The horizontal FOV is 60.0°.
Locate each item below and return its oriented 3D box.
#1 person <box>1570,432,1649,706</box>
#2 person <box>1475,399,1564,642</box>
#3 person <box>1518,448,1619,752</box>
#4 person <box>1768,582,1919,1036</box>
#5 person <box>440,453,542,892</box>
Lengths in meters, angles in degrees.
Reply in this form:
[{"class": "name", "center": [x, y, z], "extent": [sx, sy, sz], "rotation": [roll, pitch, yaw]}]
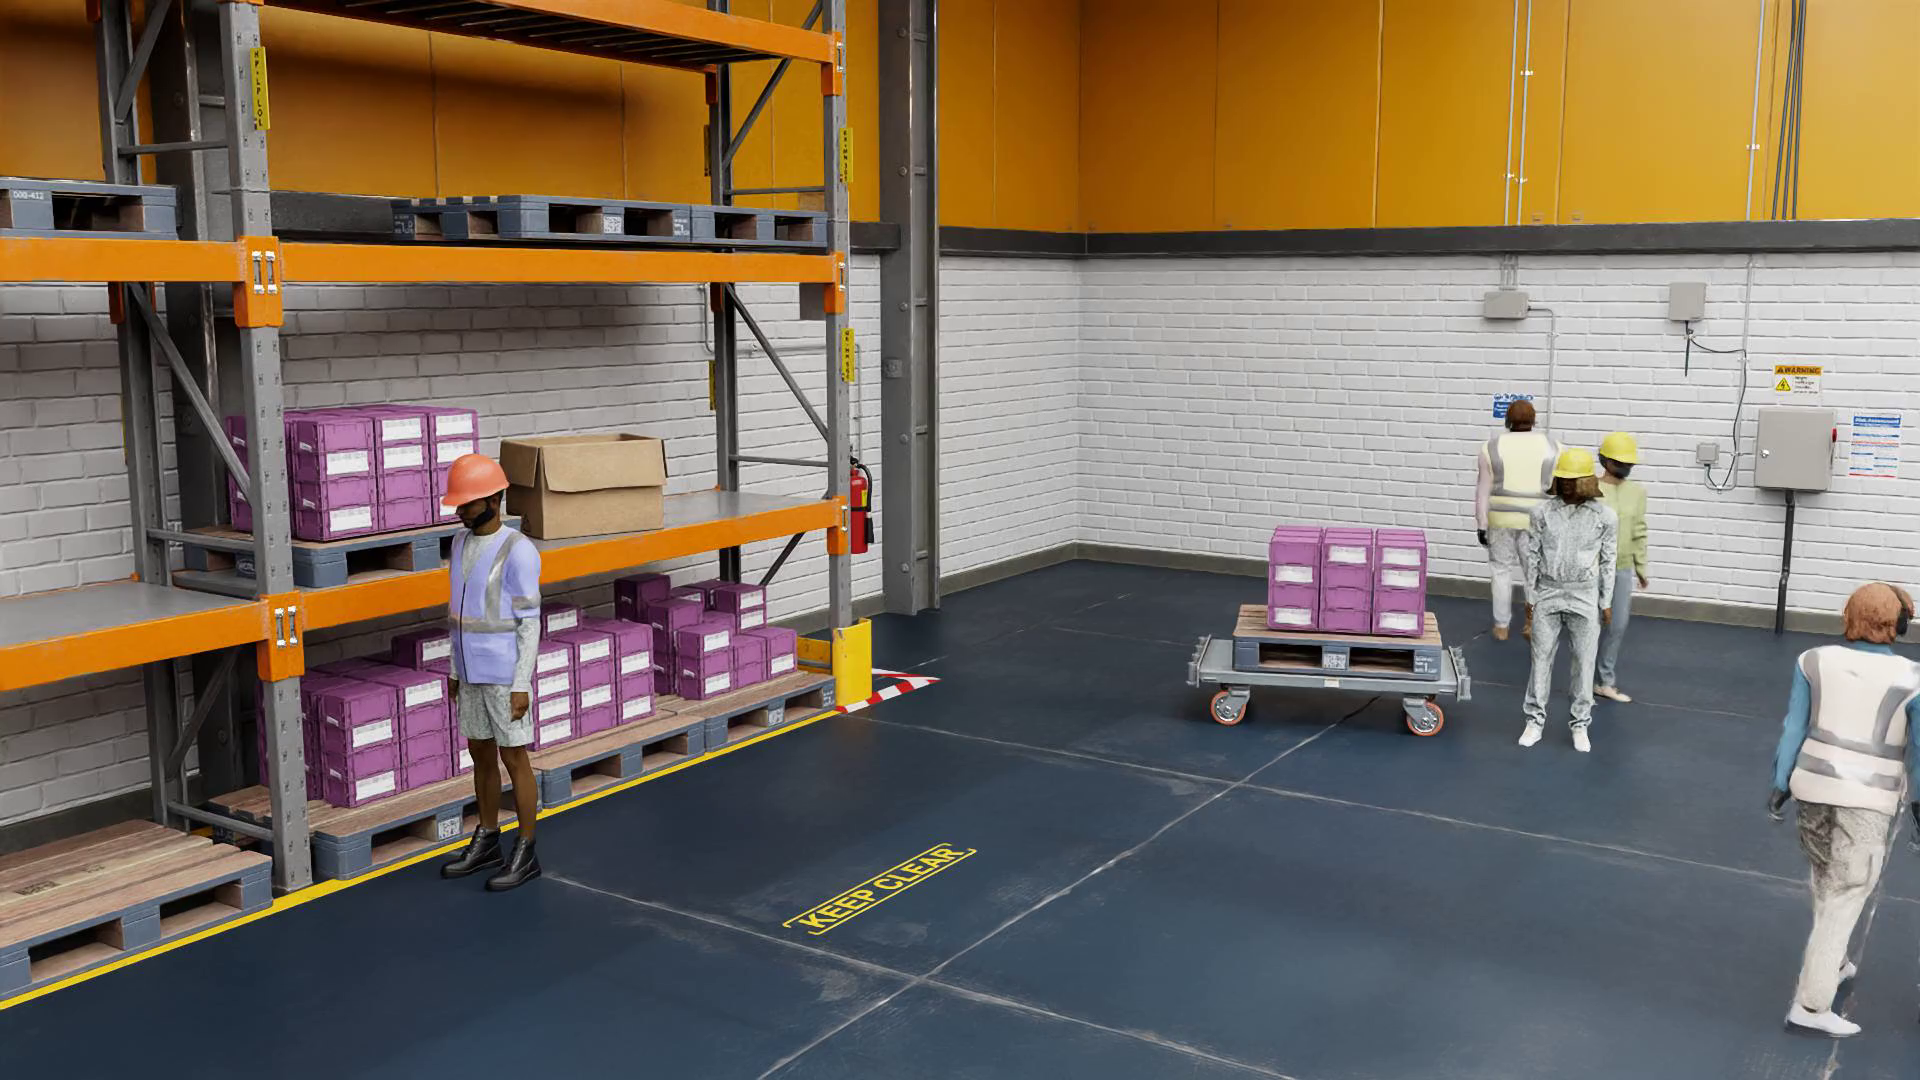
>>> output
[{"class": "person", "center": [4.102, 0.186, 10.494], "extent": [0.538, 1.746, 0.371], "rotation": [-2, 9, -15]}, {"class": "person", "center": [4.114, -0.127, 12.256], "extent": [0.638, 1.824, 0.634], "rotation": [2, 9, 14]}, {"class": "person", "center": [3.468, 0.340, 9.482], "extent": [0.486, 1.740, 0.314], "rotation": [4, 10, 25]}, {"class": "person", "center": [3.219, 0.953, 6.020], "extent": [0.734, 1.584, 0.534], "rotation": [-6, 11, -36]}, {"class": "person", "center": [-2.082, 0.576, 7.329], "extent": [0.543, 1.932, 0.365], "rotation": [6, 11, 36]}]
